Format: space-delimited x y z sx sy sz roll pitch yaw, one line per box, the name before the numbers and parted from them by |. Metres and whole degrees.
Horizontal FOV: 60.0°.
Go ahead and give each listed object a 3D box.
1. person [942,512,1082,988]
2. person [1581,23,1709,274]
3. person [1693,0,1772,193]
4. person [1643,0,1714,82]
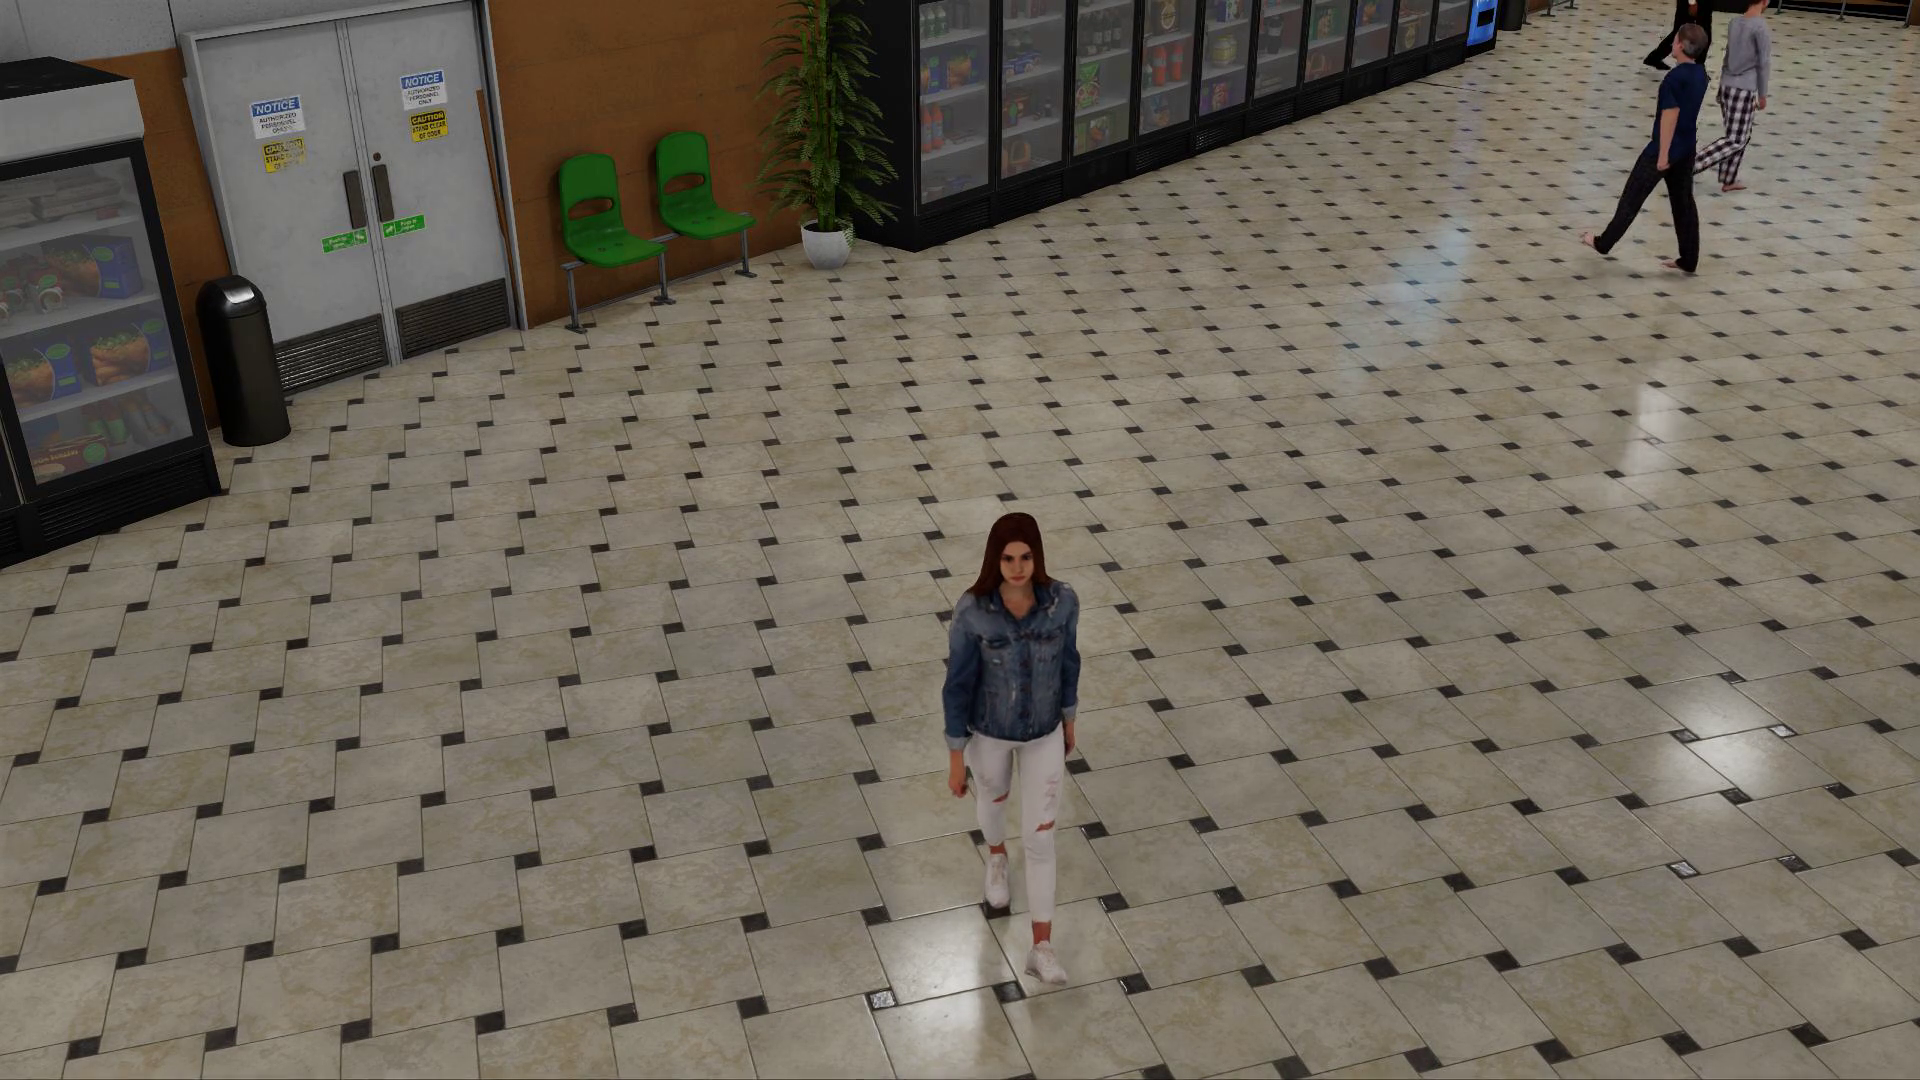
person | 0.168 0.636 5.770 1.075 1.663 1.144 -3 27 -6
person | 5.458 -2.898 12.564 0.852 1.821 1.215 -19 33 -33
person | 6.758 -3.922 14.582 1.052 1.822 1.059 -6 28 -12
person | 8.404 -6.253 19.127 0.958 1.869 1.211 -18 32 -31
